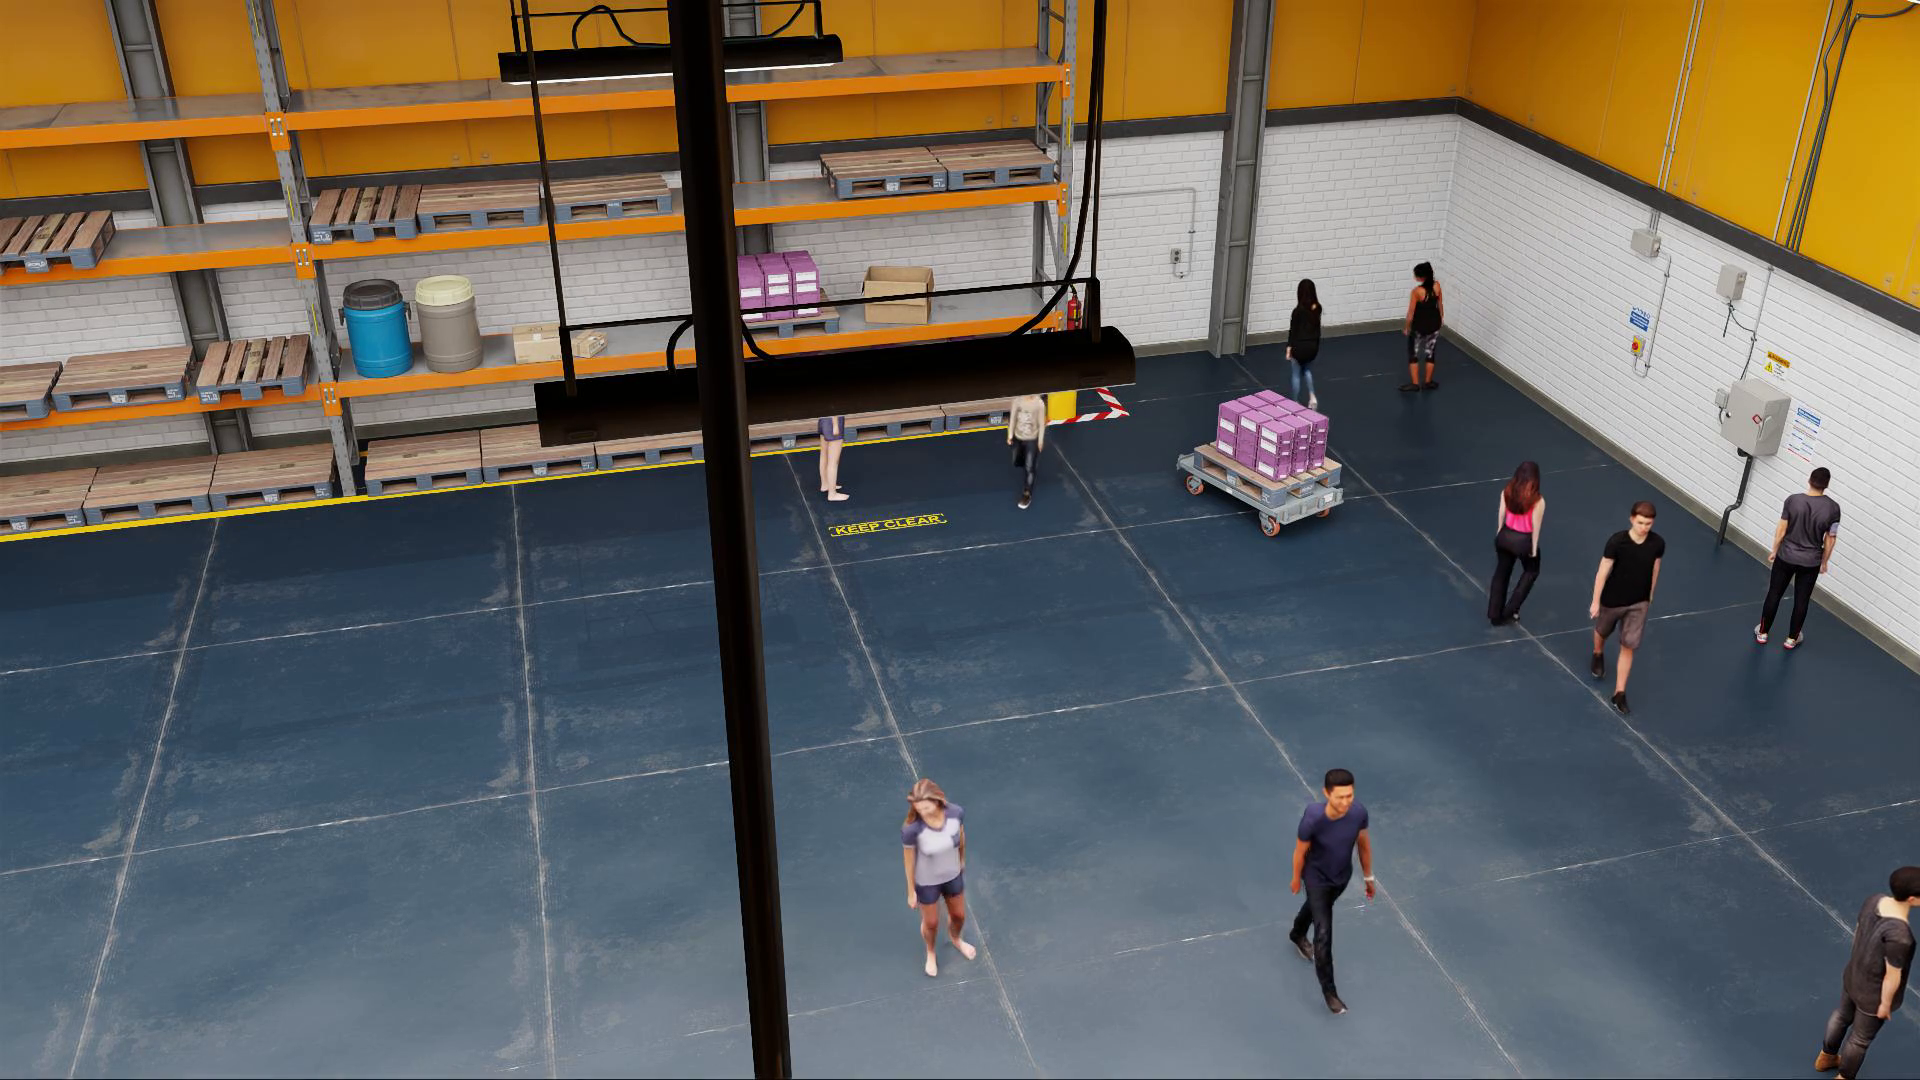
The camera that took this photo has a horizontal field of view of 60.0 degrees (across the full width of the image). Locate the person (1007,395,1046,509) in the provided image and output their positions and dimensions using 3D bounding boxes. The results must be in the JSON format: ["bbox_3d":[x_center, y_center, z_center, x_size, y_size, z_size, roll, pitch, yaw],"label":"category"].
[{"bbox_3d":[0.727,-1.096,17.481,0.848,1.454,0.893,14,31,23],"label":"person"}]

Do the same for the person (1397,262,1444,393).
[{"bbox_3d":[5.645,-2.575,19.995,0.492,1.643,0.788,-4,29,-7],"label":"person"}]

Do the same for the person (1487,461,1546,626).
[{"bbox_3d":[5.040,0.069,15.144,0.767,1.646,0.720,-26,38,-38],"label":"person"}]

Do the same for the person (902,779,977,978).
[{"bbox_3d":[-0.151,2.225,11.153,0.604,1.683,0.794,-19,34,-31],"label":"person"}]

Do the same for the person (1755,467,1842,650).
[{"bbox_3d":[7.497,0.154,14.866,0.710,1.764,0.773,15,32,25],"label":"person"}]

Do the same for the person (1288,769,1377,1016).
[{"bbox_3d":[2.422,2.205,11.130,1.054,1.741,0.765,-9,30,-17],"label":"person"}]

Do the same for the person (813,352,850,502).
[{"bbox_3d":[-1.379,-1.209,17.482,0.561,1.651,0.620,-12,31,-21],"label":"person"}]

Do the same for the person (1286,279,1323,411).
[{"bbox_3d":[4.046,-2.223,19.355,0.695,1.638,0.676,-10,30,-18],"label":"person"}]

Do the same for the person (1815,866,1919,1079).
[{"bbox_3d":[5.624,2.698,10.251,0.658,1.717,0.682,2,29,4],"label":"person"}]

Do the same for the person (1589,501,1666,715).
[{"bbox_3d":[5.664,0.470,14.234,1.252,1.814,1.076,4,29,7],"label":"person"}]
